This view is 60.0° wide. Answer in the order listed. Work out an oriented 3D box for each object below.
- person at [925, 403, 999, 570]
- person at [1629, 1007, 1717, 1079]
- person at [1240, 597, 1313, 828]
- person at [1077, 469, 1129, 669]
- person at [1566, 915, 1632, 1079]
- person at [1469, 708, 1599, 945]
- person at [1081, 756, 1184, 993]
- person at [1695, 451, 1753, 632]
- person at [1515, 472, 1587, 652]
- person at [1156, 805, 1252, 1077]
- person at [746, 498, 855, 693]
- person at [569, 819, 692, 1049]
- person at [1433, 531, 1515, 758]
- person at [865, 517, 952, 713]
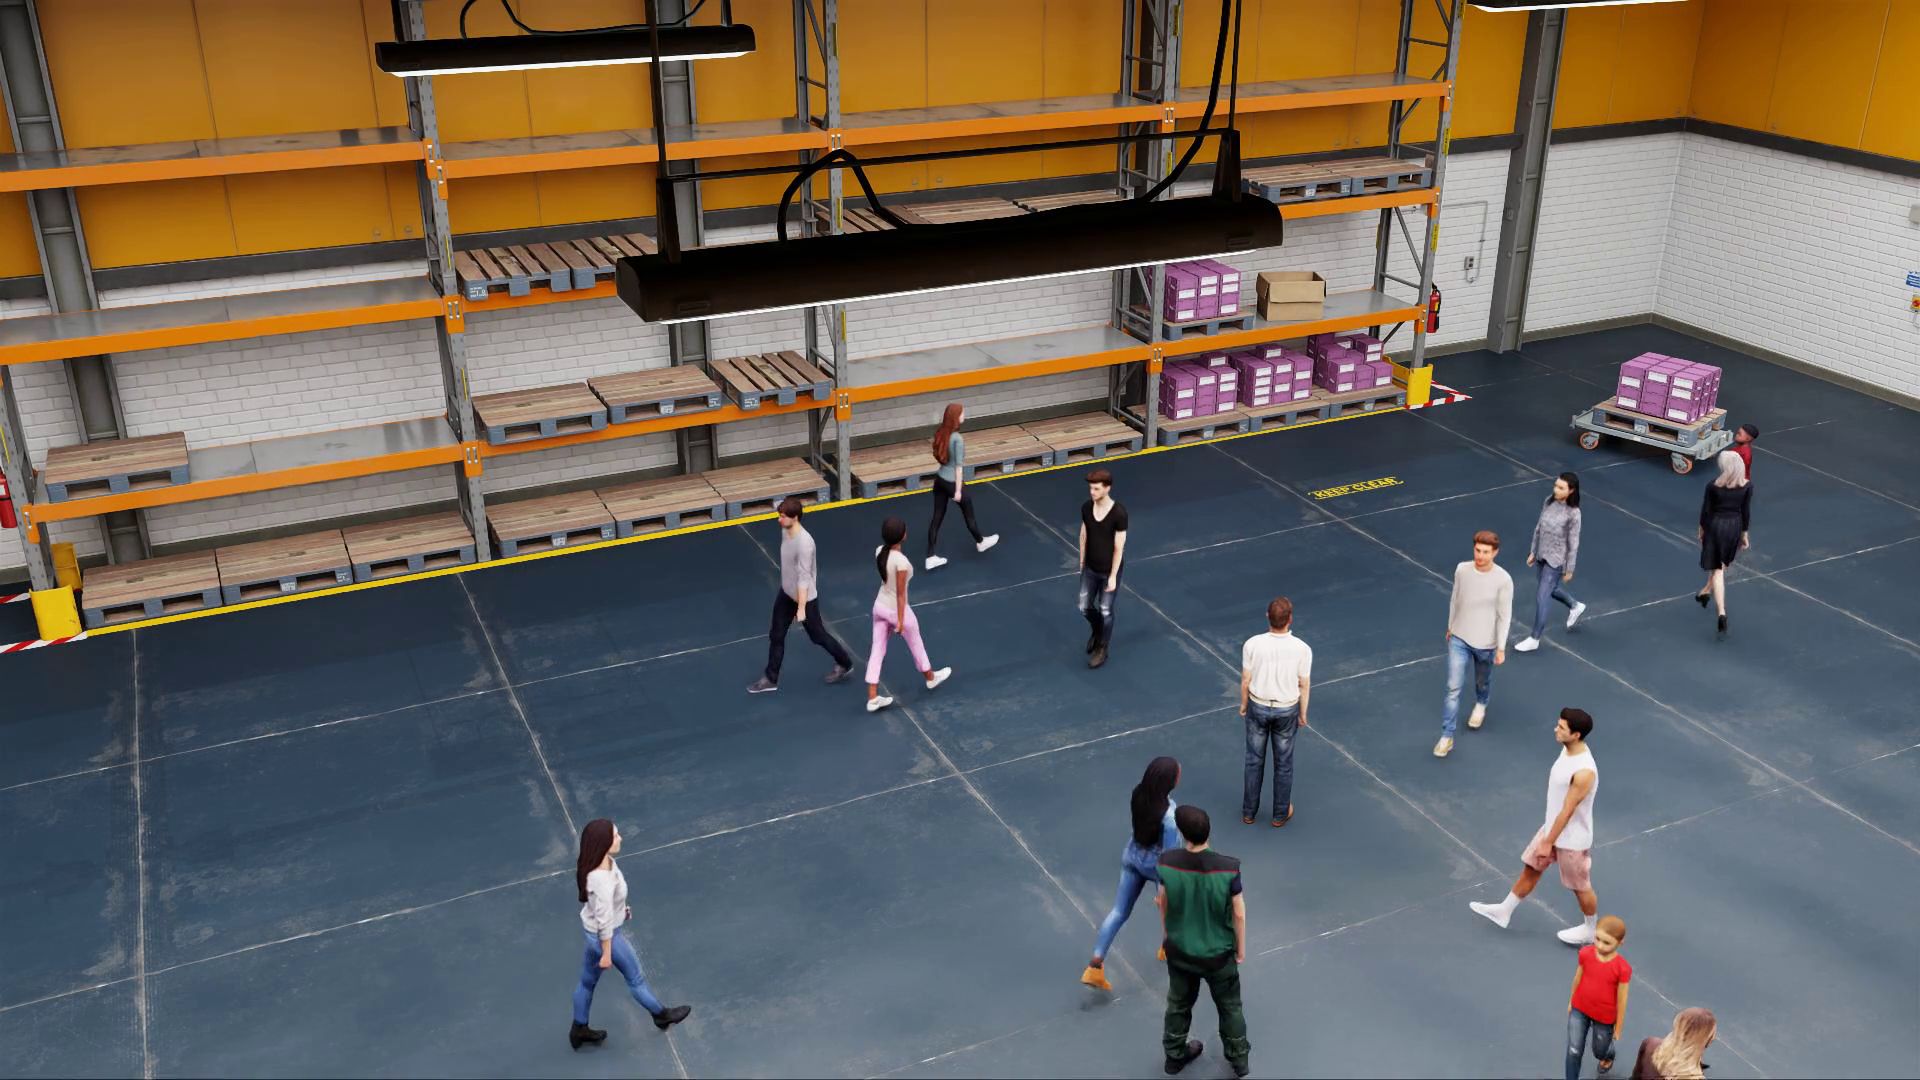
[{"bbox_3d":[-0.164,-0.505,16.728,1.169,1.693,0.757,-16,28,-32],"label":"person"},{"bbox_3d":[3.458,3.113,8.487,0.965,1.665,0.740,-5,24,-10],"label":"person"},{"bbox_3d":[2.333,1.285,12.431,0.730,1.856,0.810,6,24,14],"label":"person"},{"bbox_3d":[1.323,0.224,14.831,0.835,1.878,0.900,16,28,32],"label":"person"},{"bbox_3d":[3.762,2.750,9.782,0.673,1.293,0.876,20,31,38],"label":"person"},{"bbox_3d":[4.120,1.956,11.047,1.205,1.735,1.014,2,24,5],"label":"person"},{"bbox_3d":[1.135,2.157,10.673,1.227,1.666,0.753,-17,29,-34],"label":"person"},{"bbox_3d":[7.094,0.037,15.489,1.158,1.694,1.062,3,24,7],"label":"person"},{"bbox_3d":[5.473,0.171,15.165,1.087,1.707,0.688,-8,25,-18],"label":"person"},{"bbox_3d":[1.361,2.418,9.813,0.909,1.876,0.971,13,27,27],"label":"person"},{"bbox_3d":[-1.289,0.486,14.341,1.216,1.790,0.743,-13,27,-27],"label":"person"},{"bbox_3d":[-2.254,2.429,10.133,0.965,1.602,0.625,-12,26,-25],"label":"person"},{"bbox_3d":[4.232,0.787,13.564,1.108,1.860,1.291,14,27,29],"label":"person"},{"bbox_3d":[-0.647,0.660,14.049,1.139,1.705,0.788,-19,30,-37],"label":"person"}]
